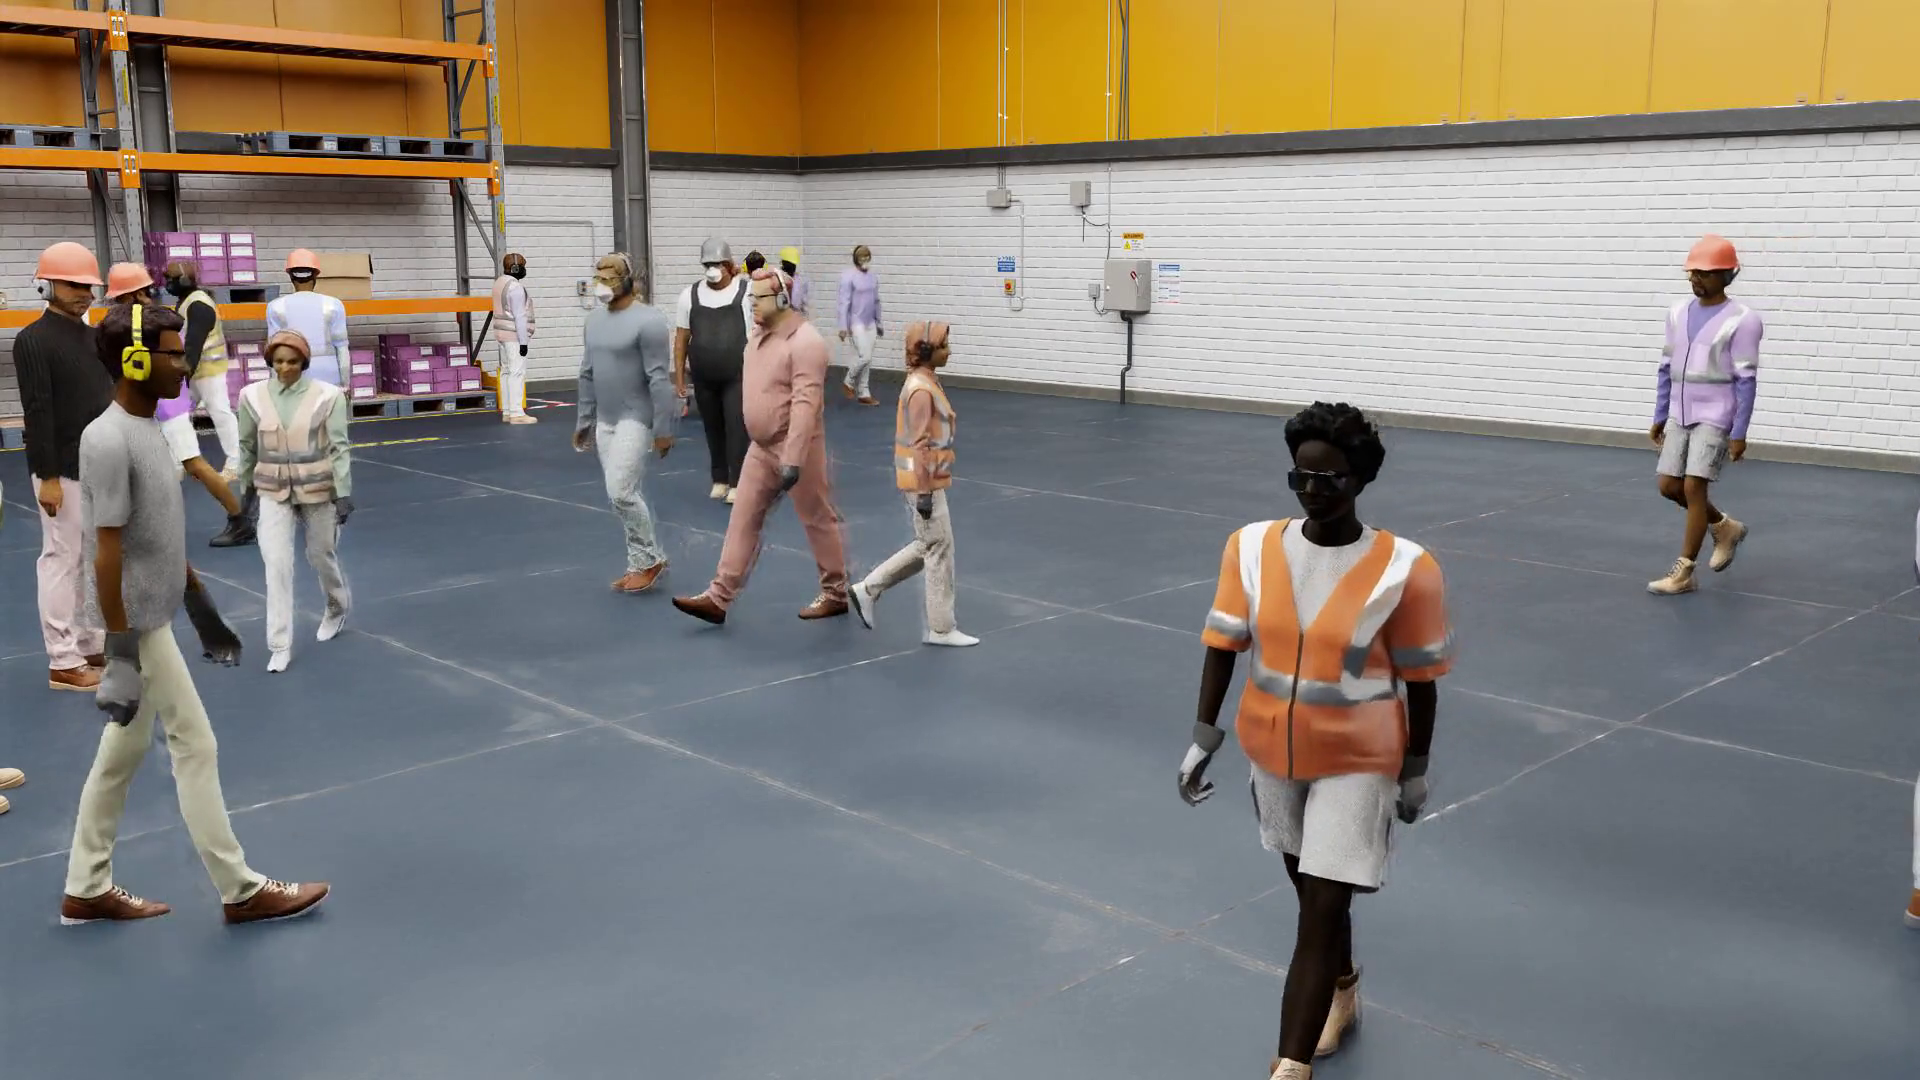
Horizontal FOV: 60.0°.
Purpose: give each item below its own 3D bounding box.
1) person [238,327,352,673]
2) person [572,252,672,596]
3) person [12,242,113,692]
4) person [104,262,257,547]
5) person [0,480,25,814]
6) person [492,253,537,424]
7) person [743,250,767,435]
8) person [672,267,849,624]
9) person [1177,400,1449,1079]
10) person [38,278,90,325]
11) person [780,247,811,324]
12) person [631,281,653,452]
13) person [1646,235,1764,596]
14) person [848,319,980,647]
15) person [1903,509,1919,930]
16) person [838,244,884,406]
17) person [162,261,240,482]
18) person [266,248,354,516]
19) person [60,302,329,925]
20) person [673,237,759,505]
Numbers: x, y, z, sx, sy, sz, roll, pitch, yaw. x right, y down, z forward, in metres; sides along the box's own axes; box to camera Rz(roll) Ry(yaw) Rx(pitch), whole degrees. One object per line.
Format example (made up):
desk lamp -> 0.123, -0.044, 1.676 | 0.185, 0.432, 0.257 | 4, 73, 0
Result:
person -> -3.183, -0.230, 8.009 | 0.541, 1.600, 0.819 | -2, 11, -9
person -> -1.897, -0.640, 9.335 | 0.625, 1.923, 0.503 | 9, 14, 41
person -> -3.963, -0.331, 7.480 | 0.392, 1.991, 0.612 | 0, 10, -2
person -> -5.117, -0.841, 10.657 | 1.087, 1.869, 0.563 | -6, 12, -28
person -> -3.576, 0.048, 5.820 | 0.429, 1.847, 0.627 | -4, 11, -19
person -> -4.789, -2.163, 17.922 | 0.431, 1.836, 0.619 | -7, 13, -34
person -> -2.058, -1.982, 16.817 | 0.531, 1.870, 0.316 | -3, 11, -14
person -> -0.987, -0.462, 8.574 | 0.989, 1.847, 0.668 | -8, 13, -38
person -> 0.790, 0.511, 3.813 | 0.537, 1.647, 0.880 | 8, 13, 37
person -> -6.652, -1.181, 12.409 | 0.355, 1.884, 0.575 | -2, 11, -10
person -> -2.098, -2.598, 20.178 | 0.695, 1.865, 0.931 | -5, 12, -26
person -> -2.950, -1.542, 15.143 | 0.525, 1.602, 0.731 | 7, 13, 34
person -> 4.244, -0.699, 9.399 | 0.713, 2.026, 0.630 | -4, 11, -22
person -> -0.224, -0.271, 8.157 | 0.589, 1.619, 0.524 | 0, 10, -1
person -> 2.986, 0.208, 4.662 | 0.404, 1.945, 0.614 | -4, 11, -21
person -> -1.161, -2.516, 19.594 | 0.480, 1.914, 0.723 | 7, 12, 32
person -> -6.283, -1.347, 13.521 | 0.842, 1.802, 0.652 | -8, 13, -38
person -> -4.686, -1.132, 12.026 | 0.542, 1.929, 0.368 | -3, 11, -18
person -> -2.313, 0.247, 4.835 | 0.862, 1.830, 0.500 | -4, 11, -20
person -> -1.828, -1.282, 12.536 | 0.704, 2.000, 0.869 | 1, 10, 7
